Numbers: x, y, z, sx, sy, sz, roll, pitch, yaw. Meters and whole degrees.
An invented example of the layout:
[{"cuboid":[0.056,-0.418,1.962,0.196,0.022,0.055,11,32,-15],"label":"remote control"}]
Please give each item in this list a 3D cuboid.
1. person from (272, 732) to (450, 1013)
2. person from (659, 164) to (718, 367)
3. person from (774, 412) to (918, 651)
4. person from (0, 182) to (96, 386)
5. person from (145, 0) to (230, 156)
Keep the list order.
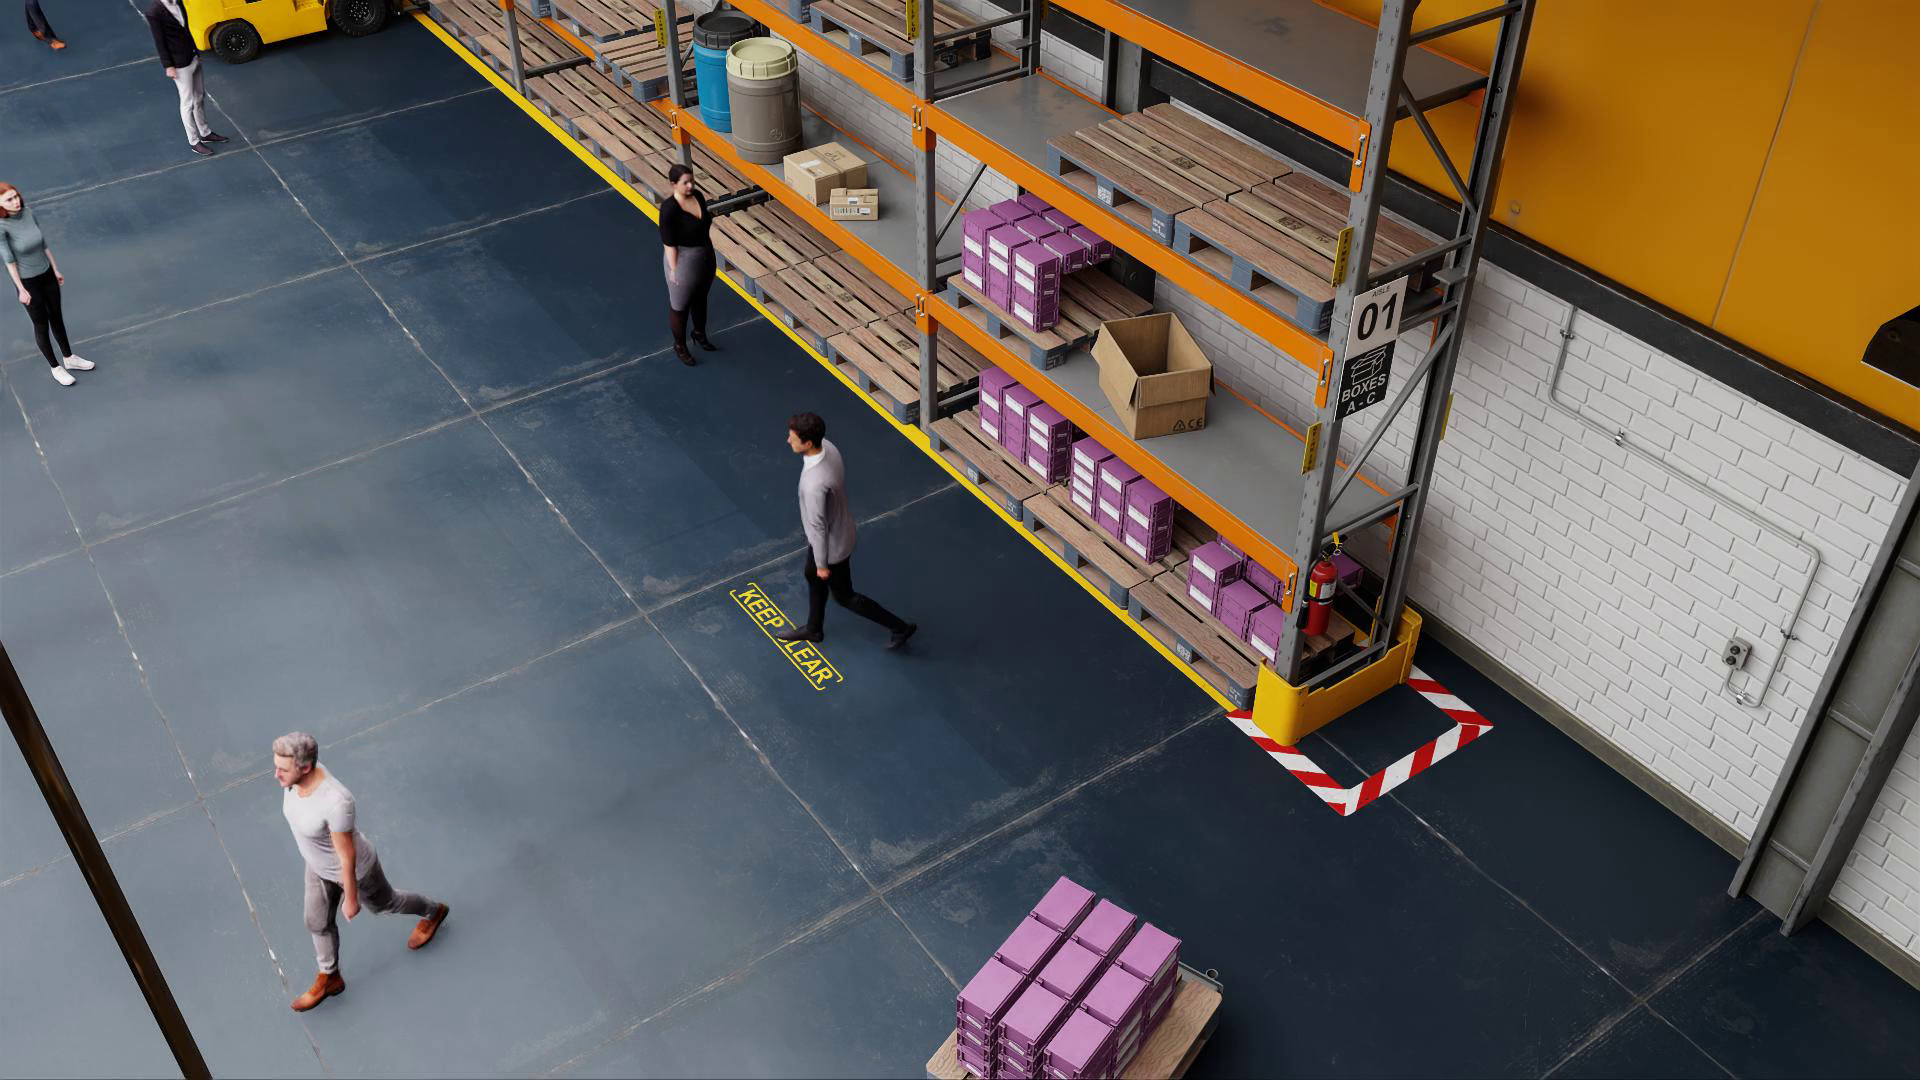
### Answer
[{"cuboid":[-3.134,1.640,8.687,1.198,1.789,0.978,27,46,30],"label":"person"},{"cuboid":[-2.225,-2.269,13.606,0.757,1.758,0.760,21,43,24],"label":"person"},{"cuboid":[-0.728,-0.014,10.671,1.248,1.897,1.286,0,39,0],"label":"person"},{"cuboid":[-7.425,-2.080,13.382,0.706,1.742,0.672,12,40,14],"label":"person"},{"cuboid":[-7.833,-4.833,16.748,0.777,1.843,0.729,8,39,10],"label":"person"}]
